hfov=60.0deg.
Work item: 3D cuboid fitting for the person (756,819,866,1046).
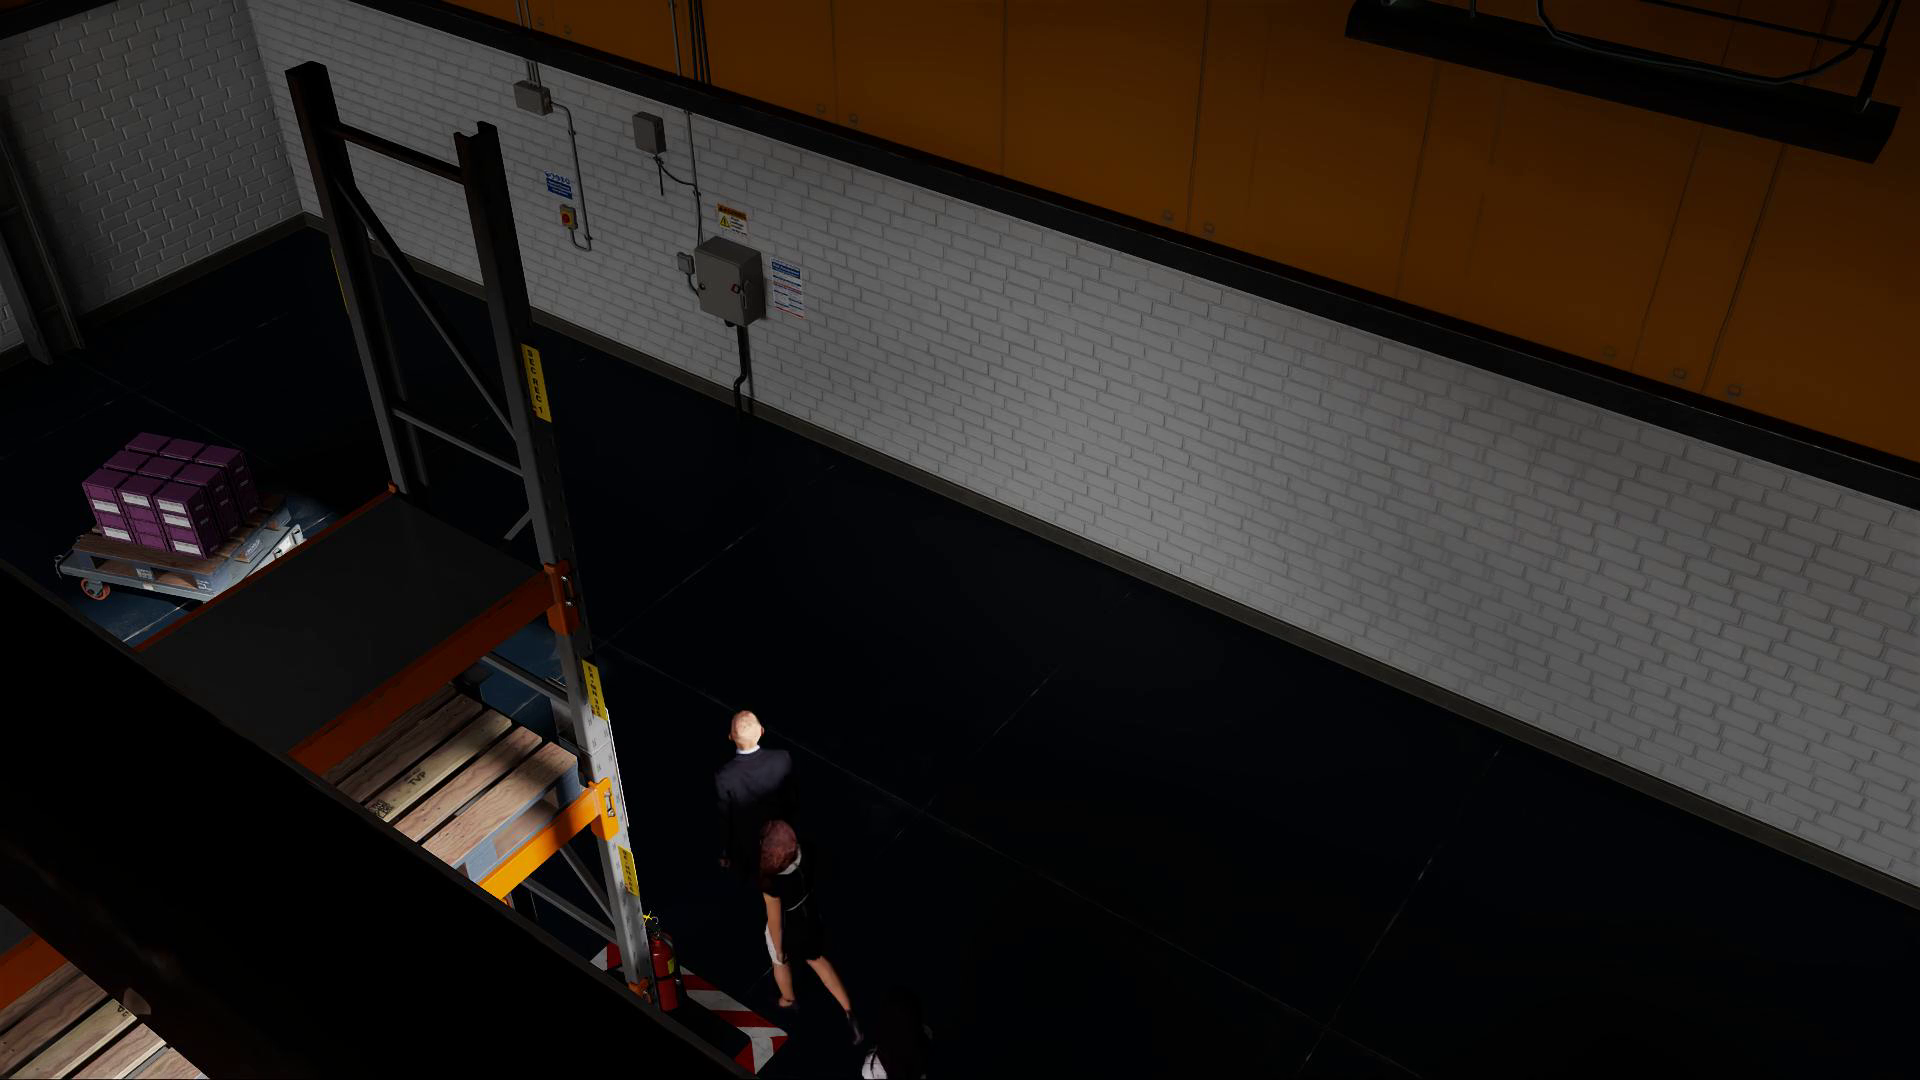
[{"bbox_3d":[-0.857,2.221,9.350,0.710,1.774,0.941,26,46,29],"label":"person"}]

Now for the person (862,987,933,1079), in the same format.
[{"bbox_3d":[-0.237,2.976,8.425,0.778,1.749,0.803,31,48,33],"label":"person"}]

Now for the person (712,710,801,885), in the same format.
[{"bbox_3d":[-1.172,1.793,9.900,1.222,1.757,1.180,-14,41,-17],"label":"person"}]
